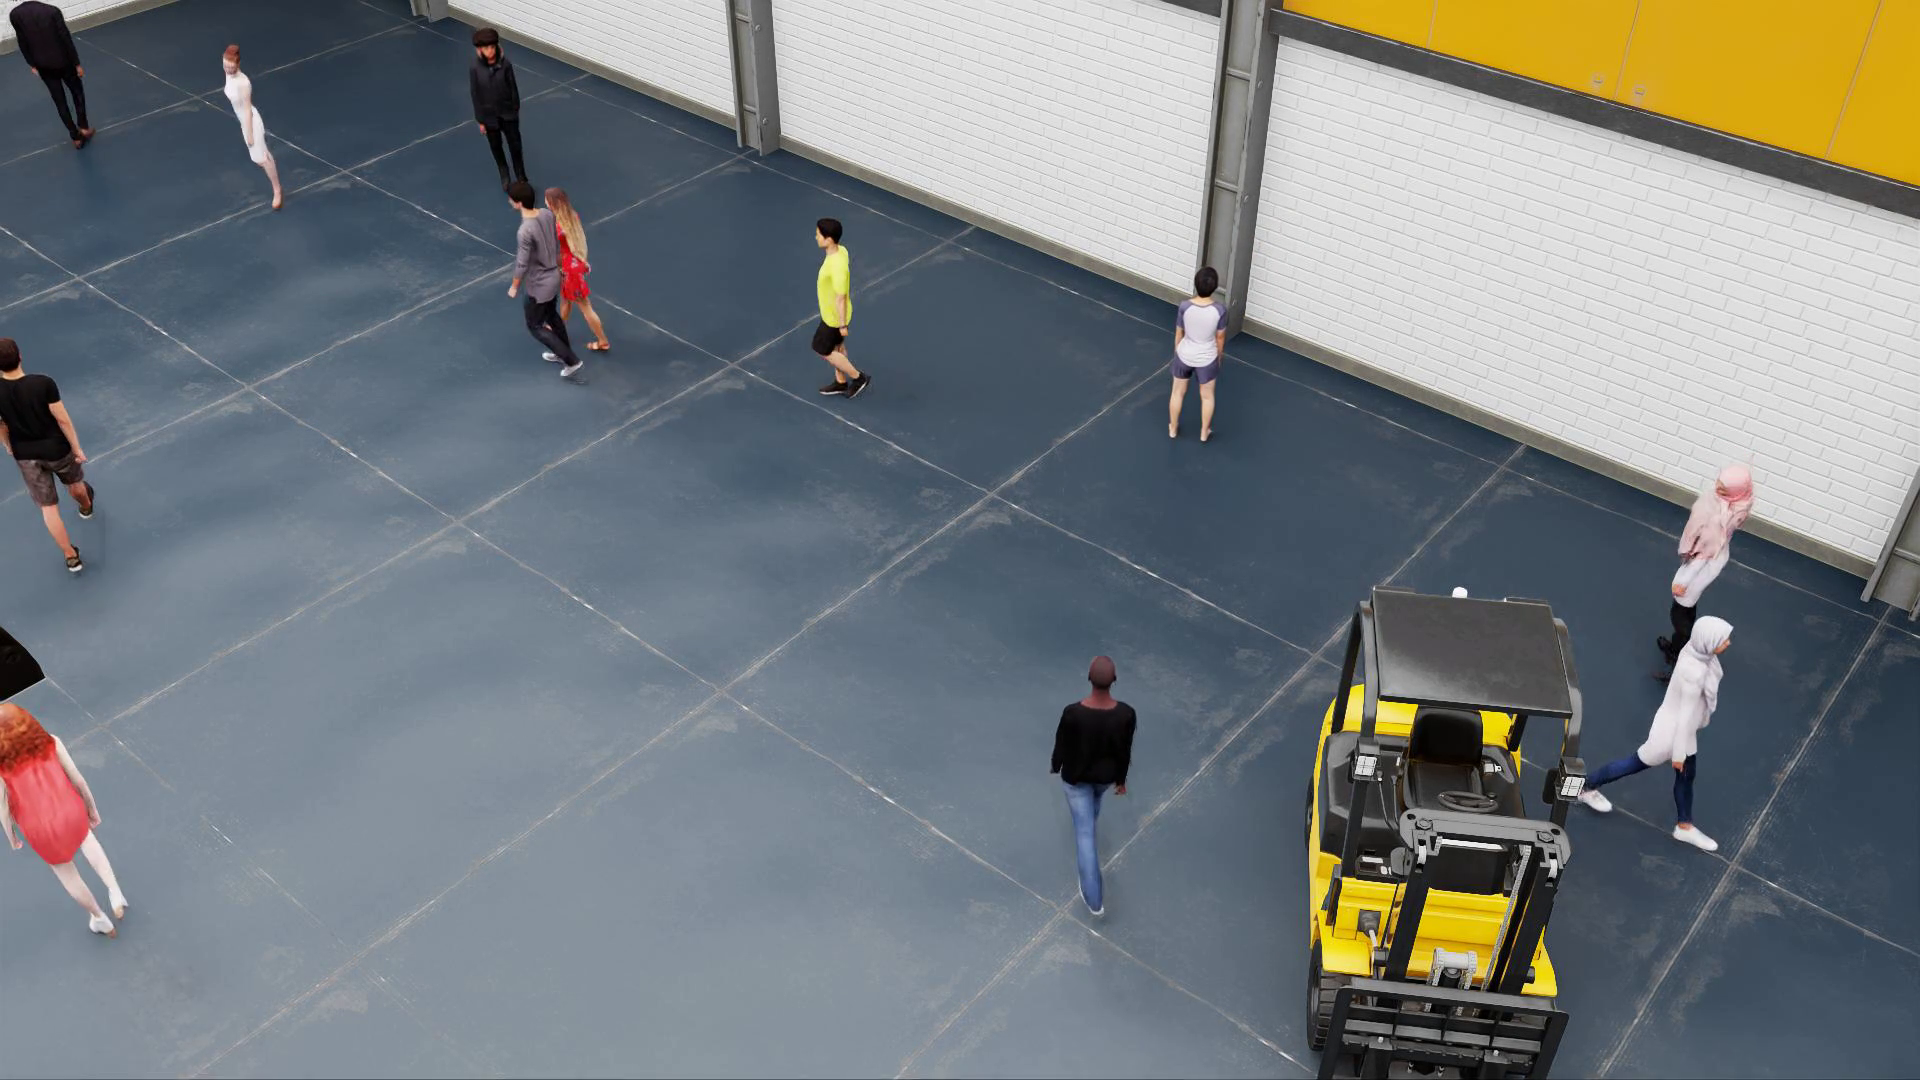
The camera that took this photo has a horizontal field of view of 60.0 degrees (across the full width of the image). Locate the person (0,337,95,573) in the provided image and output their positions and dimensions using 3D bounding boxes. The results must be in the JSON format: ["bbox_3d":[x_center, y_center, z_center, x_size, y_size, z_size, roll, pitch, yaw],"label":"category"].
[{"bbox_3d":[-6.772,-0.587,12.259,1.045,1.805,1.309,-15,41,-18],"label":"person"}]

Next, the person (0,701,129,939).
[{"bbox_3d":[-5.094,1.654,9.445,0.576,1.816,0.606,25,45,28],"label":"person"}]

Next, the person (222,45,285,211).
[{"bbox_3d":[-7.123,-4.195,16.801,0.814,1.775,0.587,-16,41,-19],"label":"person"}]

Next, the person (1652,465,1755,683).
[{"bbox_3d":[5.069,0.164,11.335,0.695,1.786,0.600,-25,45,-28],"label":"person"}]

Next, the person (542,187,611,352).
[{"bbox_3d":[-3.345,-2.342,14.650,1.026,1.565,0.799,11,40,14],"label":"person"}]

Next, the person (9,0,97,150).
[{"bbox_3d":[-9.762,-5.099,17.857,0.855,1.870,0.890,-8,39,-9],"label":"person"}]

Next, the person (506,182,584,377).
[{"bbox_3d":[-3.533,-2.198,14.255,0.911,1.832,0.849,13,40,15],"label":"person"}]

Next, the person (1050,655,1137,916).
[{"bbox_3d":[0.779,1.452,9.784,1.088,1.709,1.190,-5,39,-6],"label":"person"}]

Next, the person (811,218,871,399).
[{"bbox_3d":[-0.979,-1.942,14.044,0.883,1.695,0.822,-2,39,-2],"label":"person"}]

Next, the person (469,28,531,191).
[{"bbox_3d":[-4.780,-4.426,17.114,0.913,1.746,1.074,-13,40,-15],"label":"person"}]

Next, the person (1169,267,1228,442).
[{"bbox_3d":[1.948,-1.519,13.622,0.610,1.561,0.715,8,39,10],"label":"person"}]

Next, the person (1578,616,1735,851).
[{"bbox_3d":[4.257,1.142,10.154,1.166,1.732,0.707,21,43,25],"label":"person"}]
